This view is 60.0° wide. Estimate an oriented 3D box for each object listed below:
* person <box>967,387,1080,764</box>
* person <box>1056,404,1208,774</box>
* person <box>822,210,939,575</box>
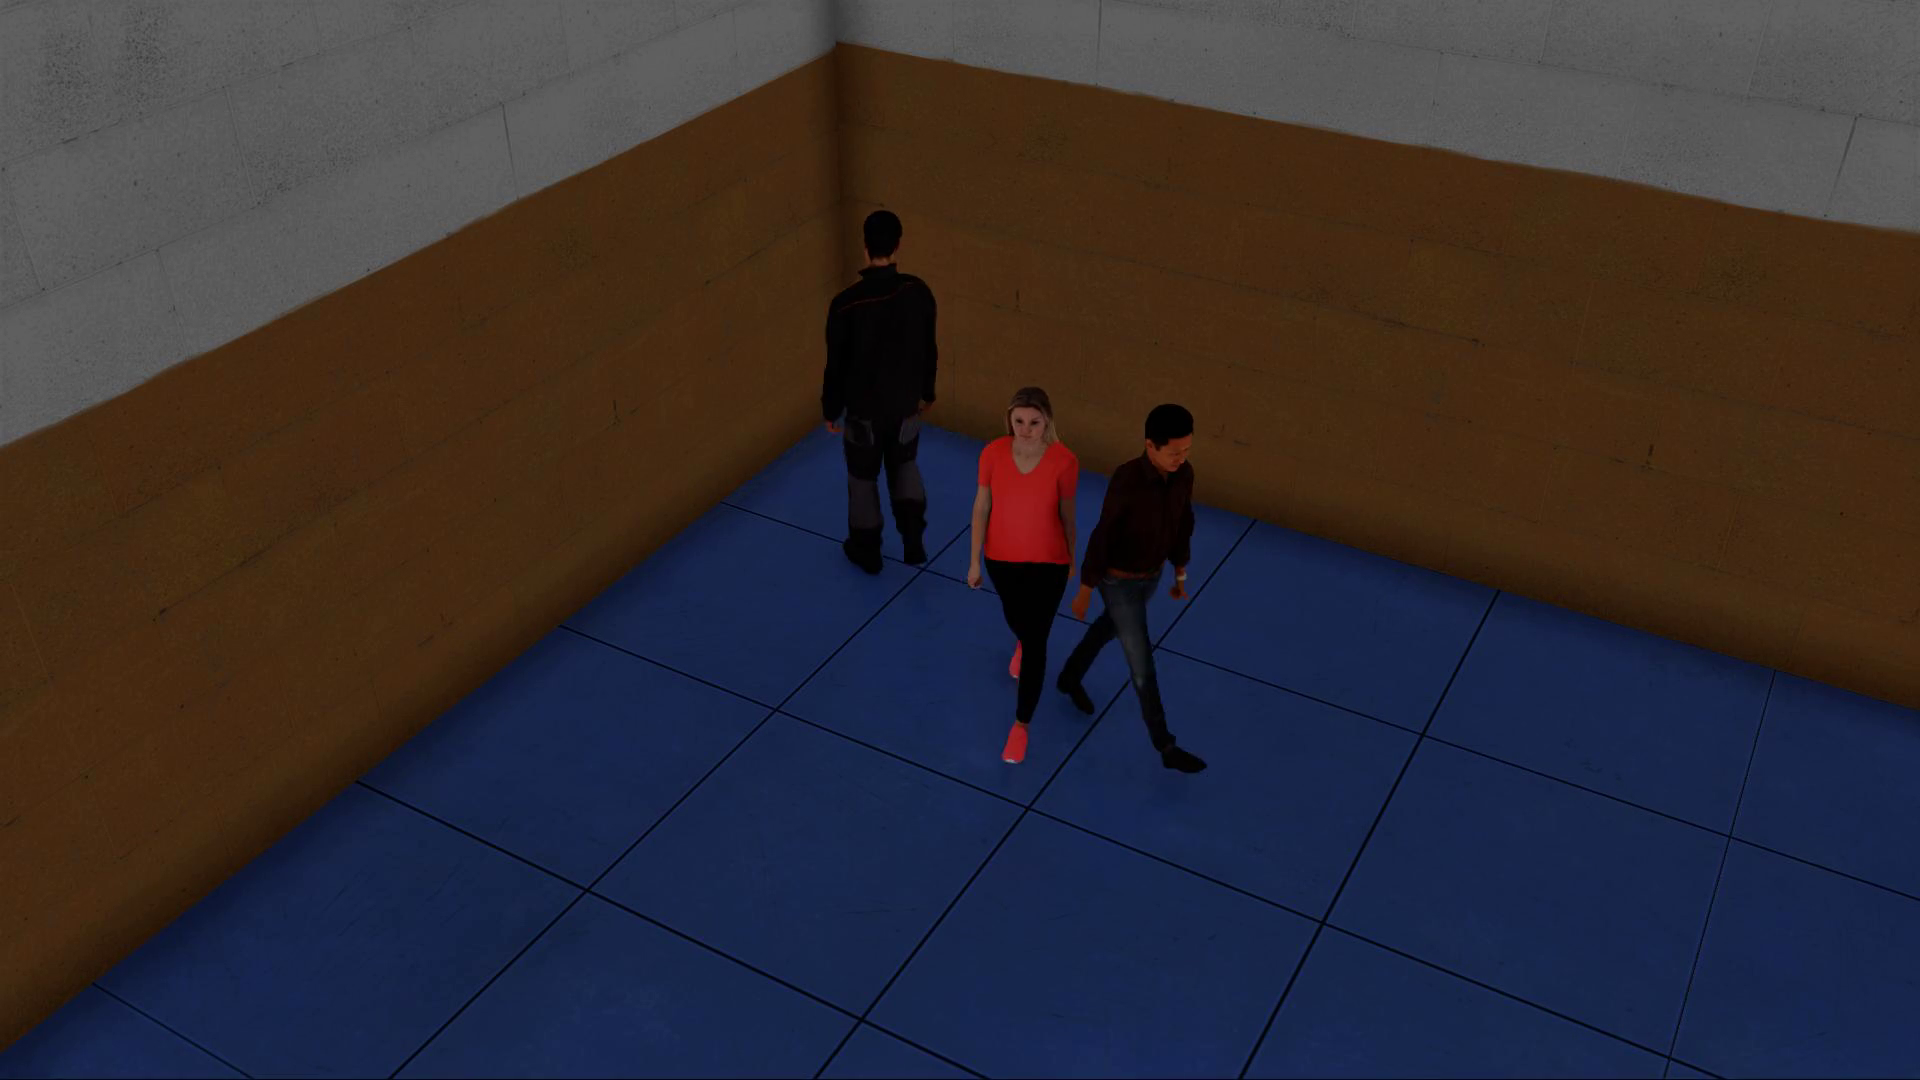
[{"bbox_3d":[0.306,0.053,7.392,0.738,1.643,1.187,11,35,16],"label":"person"},{"bbox_3d":[0.674,0.144,7.201,1.204,1.702,1.016,-24,41,-32],"label":"person"},{"bbox_3d":[-0.337,-0.657,8.211,0.960,1.918,1.025,-16,37,-23],"label":"person"}]
